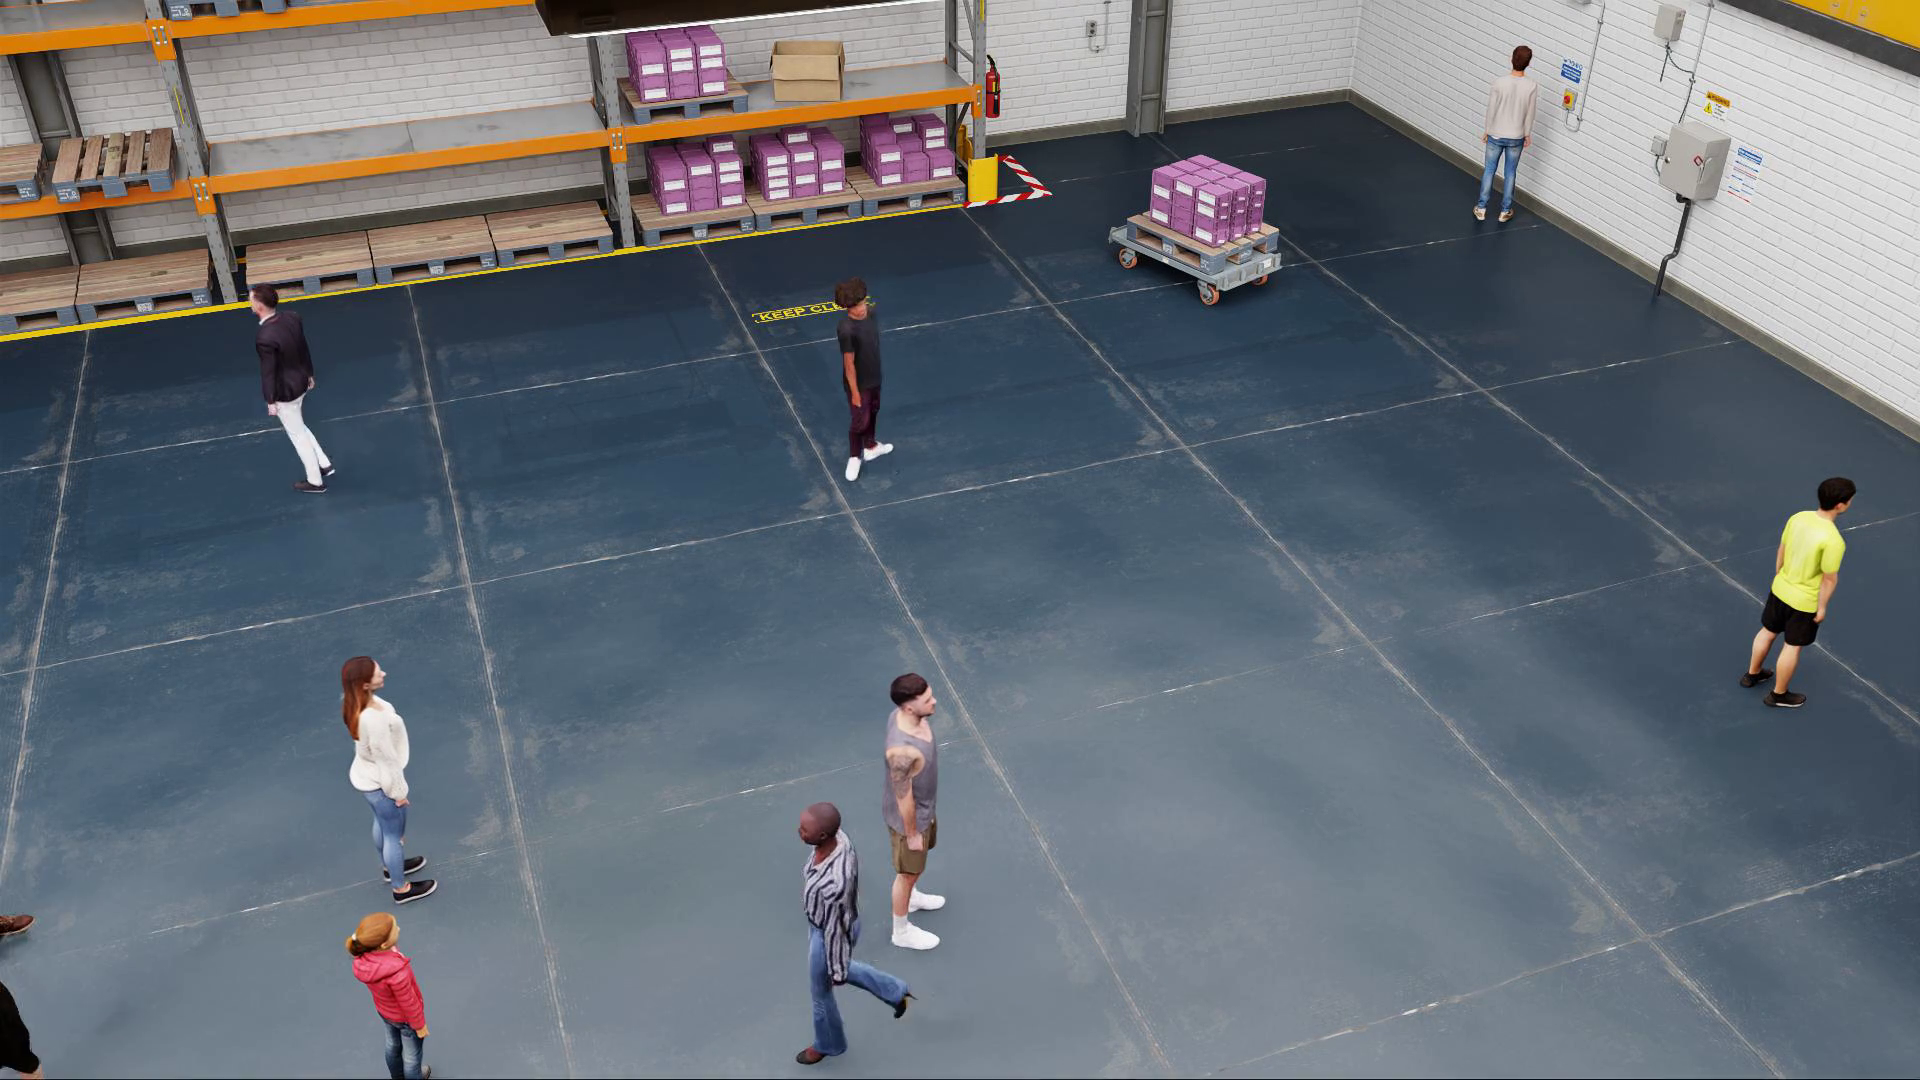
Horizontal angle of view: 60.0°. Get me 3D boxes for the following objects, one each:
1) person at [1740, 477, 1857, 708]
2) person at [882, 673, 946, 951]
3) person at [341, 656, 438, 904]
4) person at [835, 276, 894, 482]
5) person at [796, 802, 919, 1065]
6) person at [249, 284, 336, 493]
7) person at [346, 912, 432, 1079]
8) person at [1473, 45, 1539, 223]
[{"bbox_3d":[5.561,0.334,11.016,0.542,1.708,0.623,-9,35,-14],"label":"person"},{"bbox_3d":[-0.276,1.466,9.204,0.700,1.842,0.705,2,34,3],"label":"person"},{"bbox_3d":[-3.306,1.356,9.493,0.642,1.692,0.668,-21,39,-29],"label":"person"},{"bbox_3d":[-0.785,-1.371,13.533,0.878,1.761,0.826,7,34,10],"label":"person"},{"bbox_3d":[-0.549,1.994,8.462,0.947,1.771,0.738,-5,34,-8],"label":"person"},{"bbox_3d":[-5.224,-1.174,13.168,0.817,1.838,0.795,8,34,11],"label":"person"},{"bbox_3d":[-2.820,2.358,8.324,0.595,1.317,0.621,25,41,33],"label":"person"},{"bbox_3d":[5.891,-4.366,17.909,0.727,1.905,0.815,10,35,15],"label":"person"}]
